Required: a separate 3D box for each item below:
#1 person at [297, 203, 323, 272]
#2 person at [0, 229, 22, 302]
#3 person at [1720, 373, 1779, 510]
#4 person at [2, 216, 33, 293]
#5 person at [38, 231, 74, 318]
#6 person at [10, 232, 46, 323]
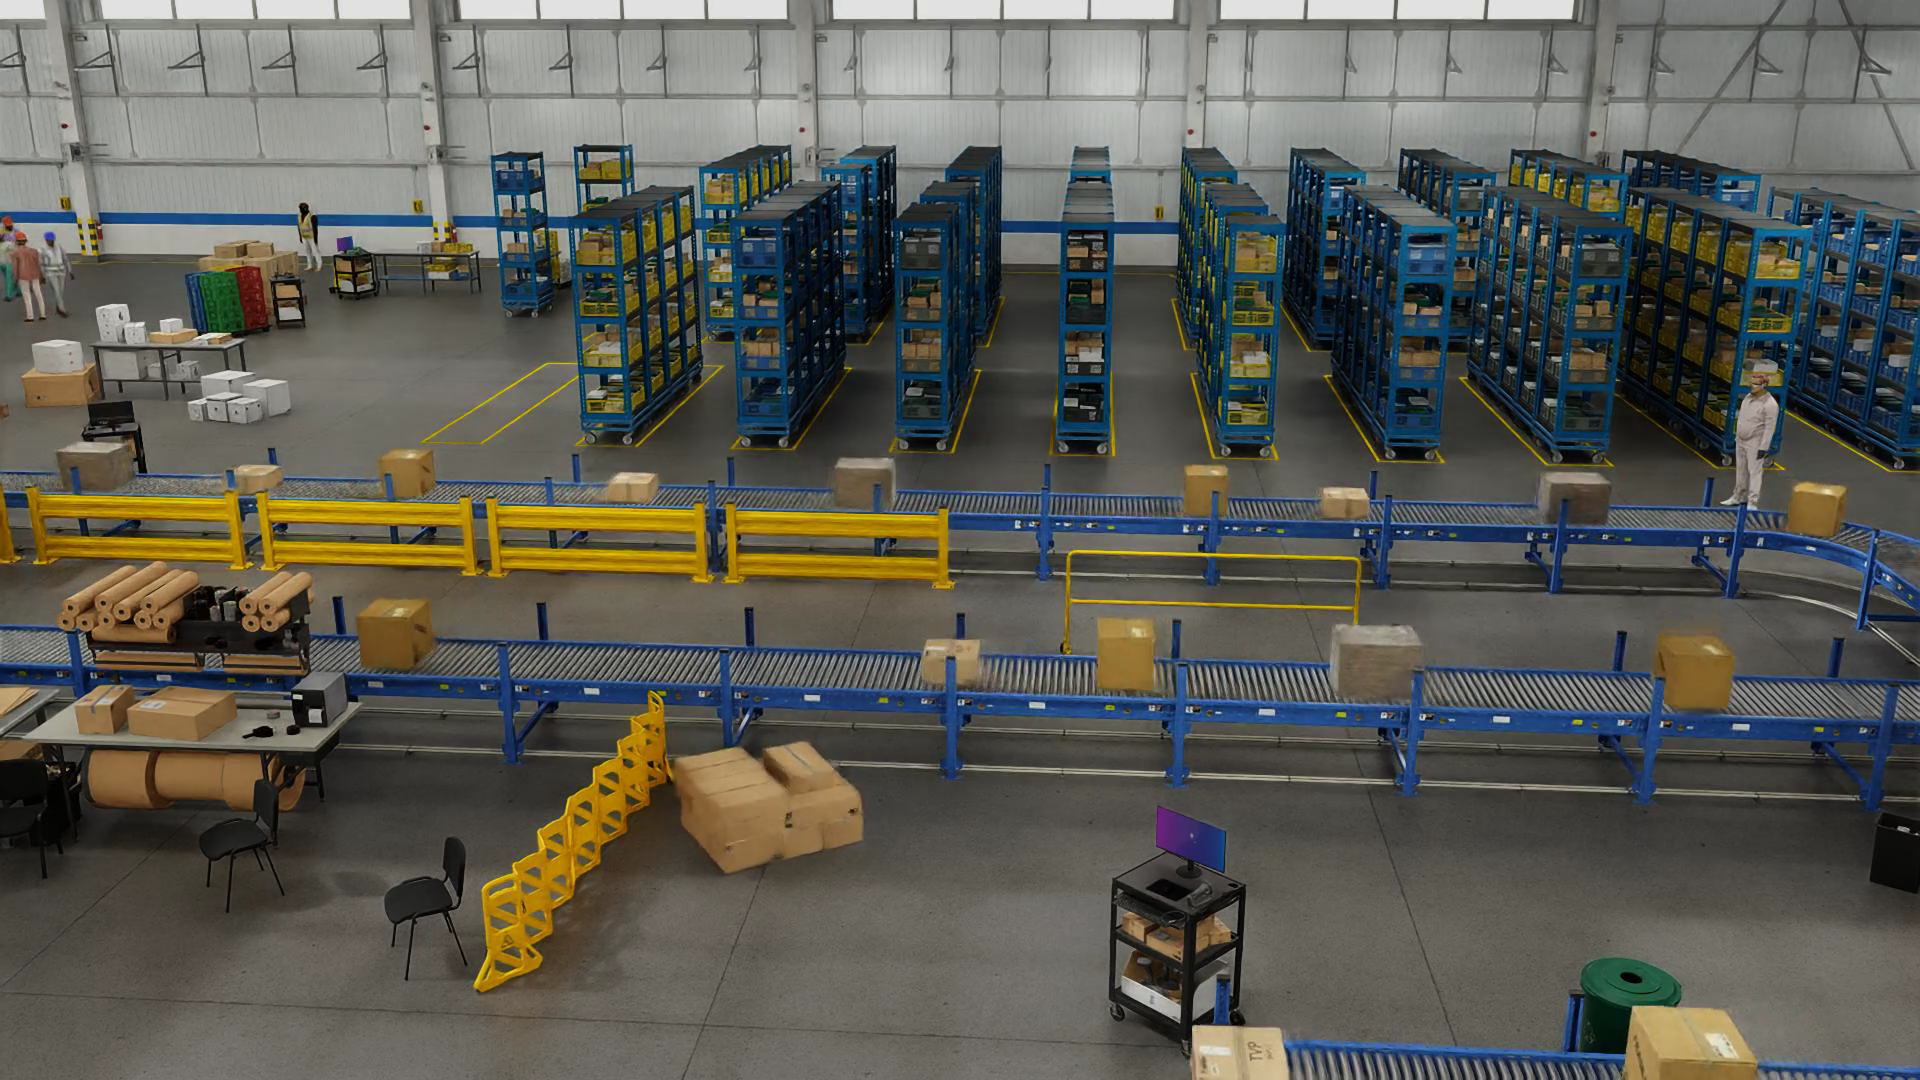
[{"bbox_3d":[-17.219,-7.994,43.948,0.643,1.832,0.431,8,19,23],"label":"person"},{"bbox_3d":[-22.707,-6.572,39.614,0.503,1.714,0.937,1,18,3],"label":"person"},{"bbox_3d":[10.773,-1.331,22.663,0.410,1.909,0.643,-4,18,-12],"label":"person"},{"bbox_3d":[-23.177,-6.996,40.708,1.046,1.876,0.566,8,19,25],"label":"person"},{"bbox_3d":[-20.353,-5.994,37.433,0.857,1.918,0.611,12,21,34],"label":"person"},{"bbox_3d":[-20.539,-5.780,36.634,0.379,1.996,0.608,12,21,34],"label":"person"}]
